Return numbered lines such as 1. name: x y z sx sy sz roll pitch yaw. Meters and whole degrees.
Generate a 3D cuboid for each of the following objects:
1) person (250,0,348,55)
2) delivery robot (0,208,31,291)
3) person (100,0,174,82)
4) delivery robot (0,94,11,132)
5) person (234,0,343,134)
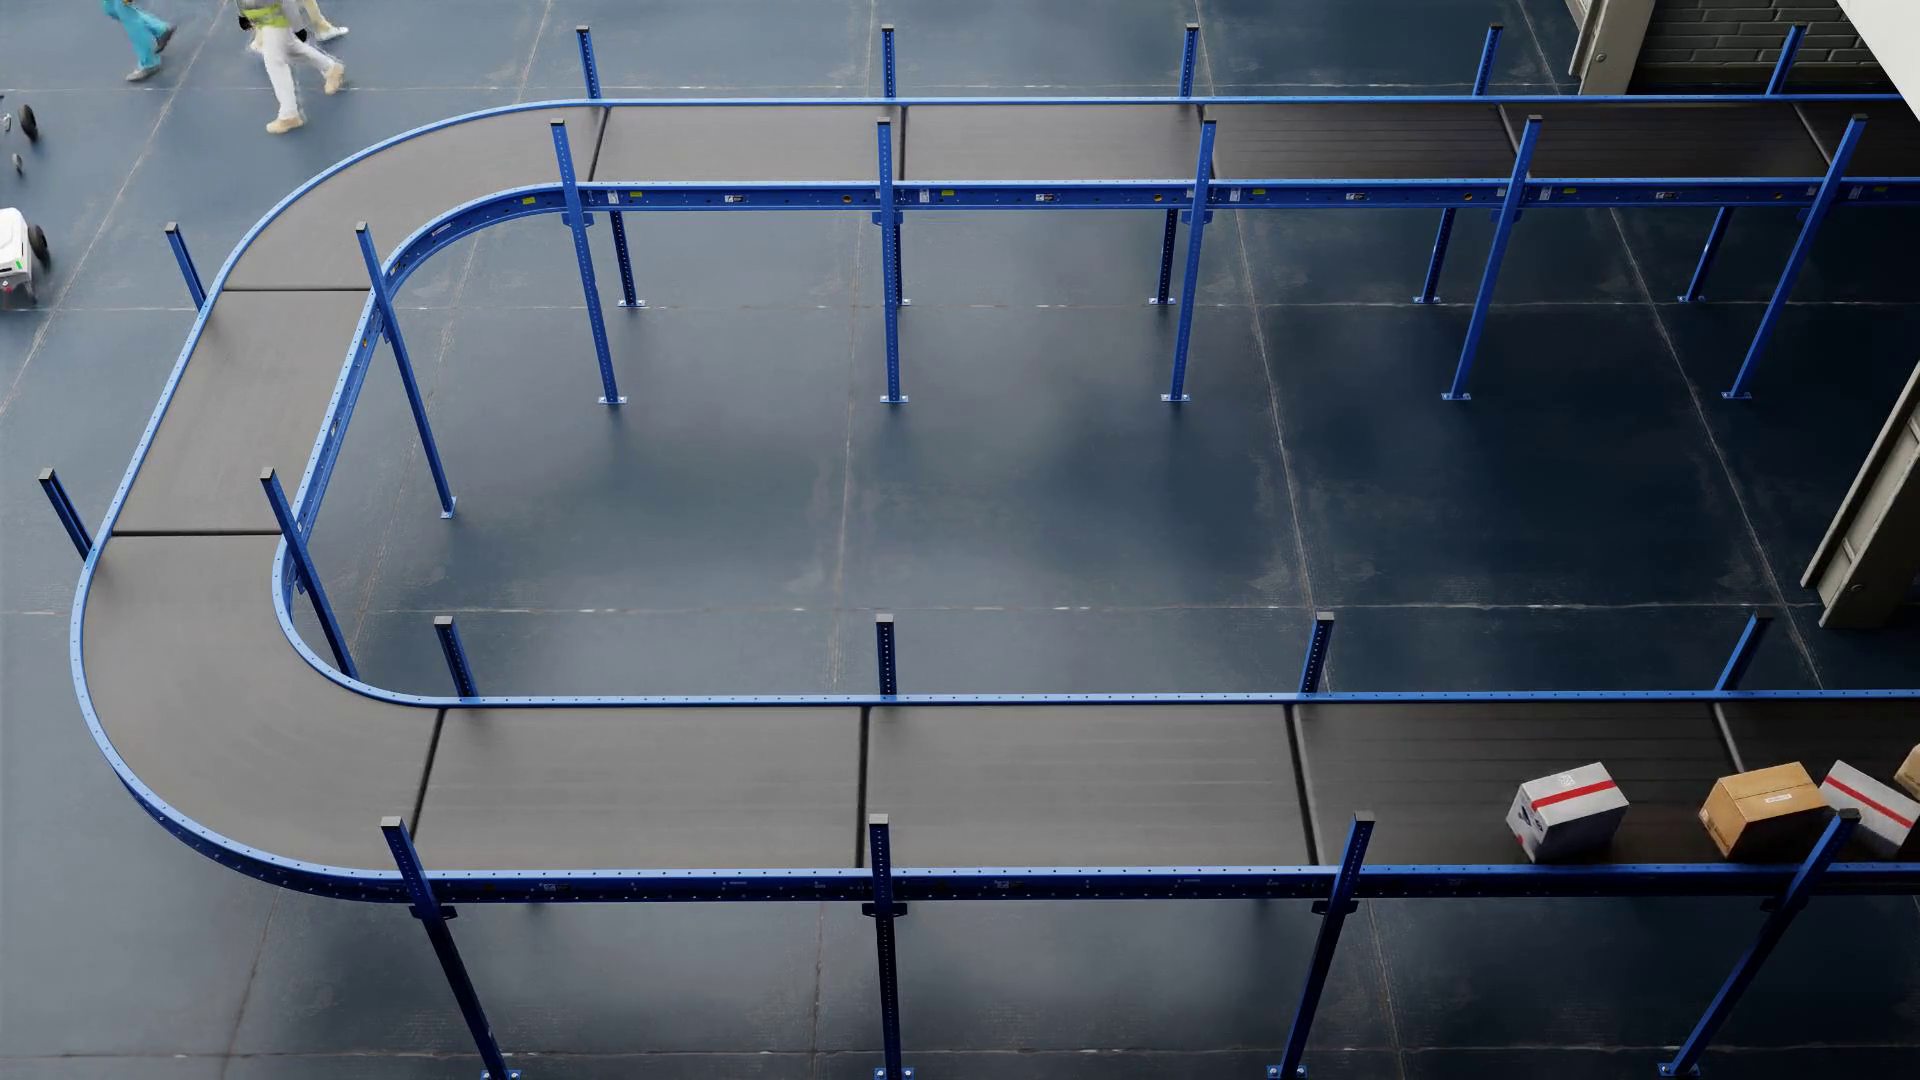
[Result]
1. person: -5.900 -4.943 14.799 0.825 1.597 0.500 -22 51 -19
2. delivery robot: -7.204 -2.194 12.898 0.477 0.478 0.707 -15 49 -14
3. person: -7.126 -4.797 14.515 0.468 1.824 0.665 -31 54 -25
4. delivery robot: -7.917 -3.500 13.942 0.335 0.223 0.698 -13 48 -12
5. person: -5.594 -4.345 14.121 0.860 1.791 0.637 -36 56 -29
